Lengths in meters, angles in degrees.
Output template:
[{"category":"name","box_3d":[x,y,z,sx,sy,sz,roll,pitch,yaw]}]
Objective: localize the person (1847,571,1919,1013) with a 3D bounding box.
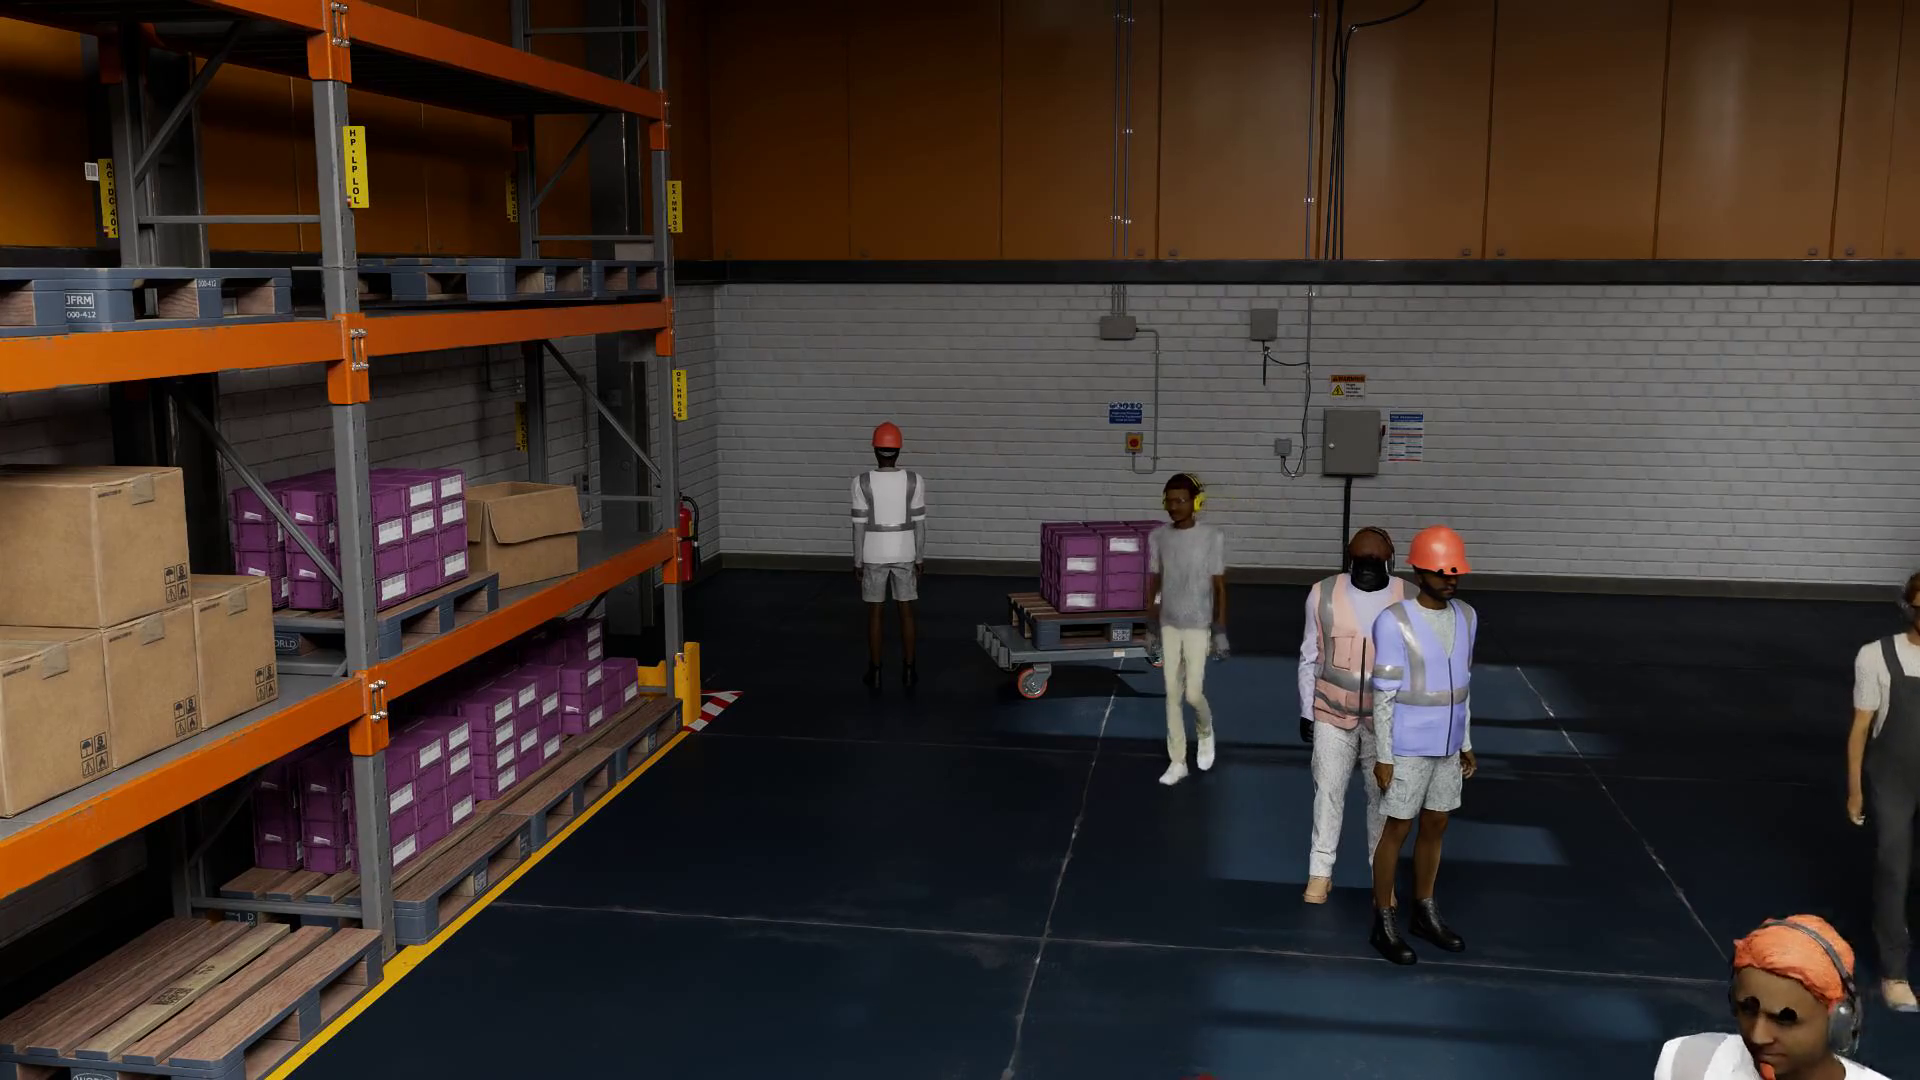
[{"category":"person","box_3d":[3.965,1.007,6.943,0.526,1.827,0.591,2,9,12]}]

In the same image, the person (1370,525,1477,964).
[{"category":"person","box_3d":[2.063,0.891,7.318,0.552,1.935,0.366,-5,10,-27]}]

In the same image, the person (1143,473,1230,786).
[{"category":"person","box_3d":[1.341,0.522,9.838,0.551,1.858,0.436,6,11,33]}]

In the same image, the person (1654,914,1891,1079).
[{"category":"person","box_3d":[1.539,1.614,3.150,0.588,1.836,0.944,8,12,41]}]

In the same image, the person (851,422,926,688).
[{"category":"person","box_3d":[-0.524,0.113,12.121,0.542,1.938,0.357,-2,9,-10]}]

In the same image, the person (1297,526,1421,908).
[{"category":"person","box_3d":[1.918,0.843,7.929,0.621,1.838,0.429,2,10,15]}]
